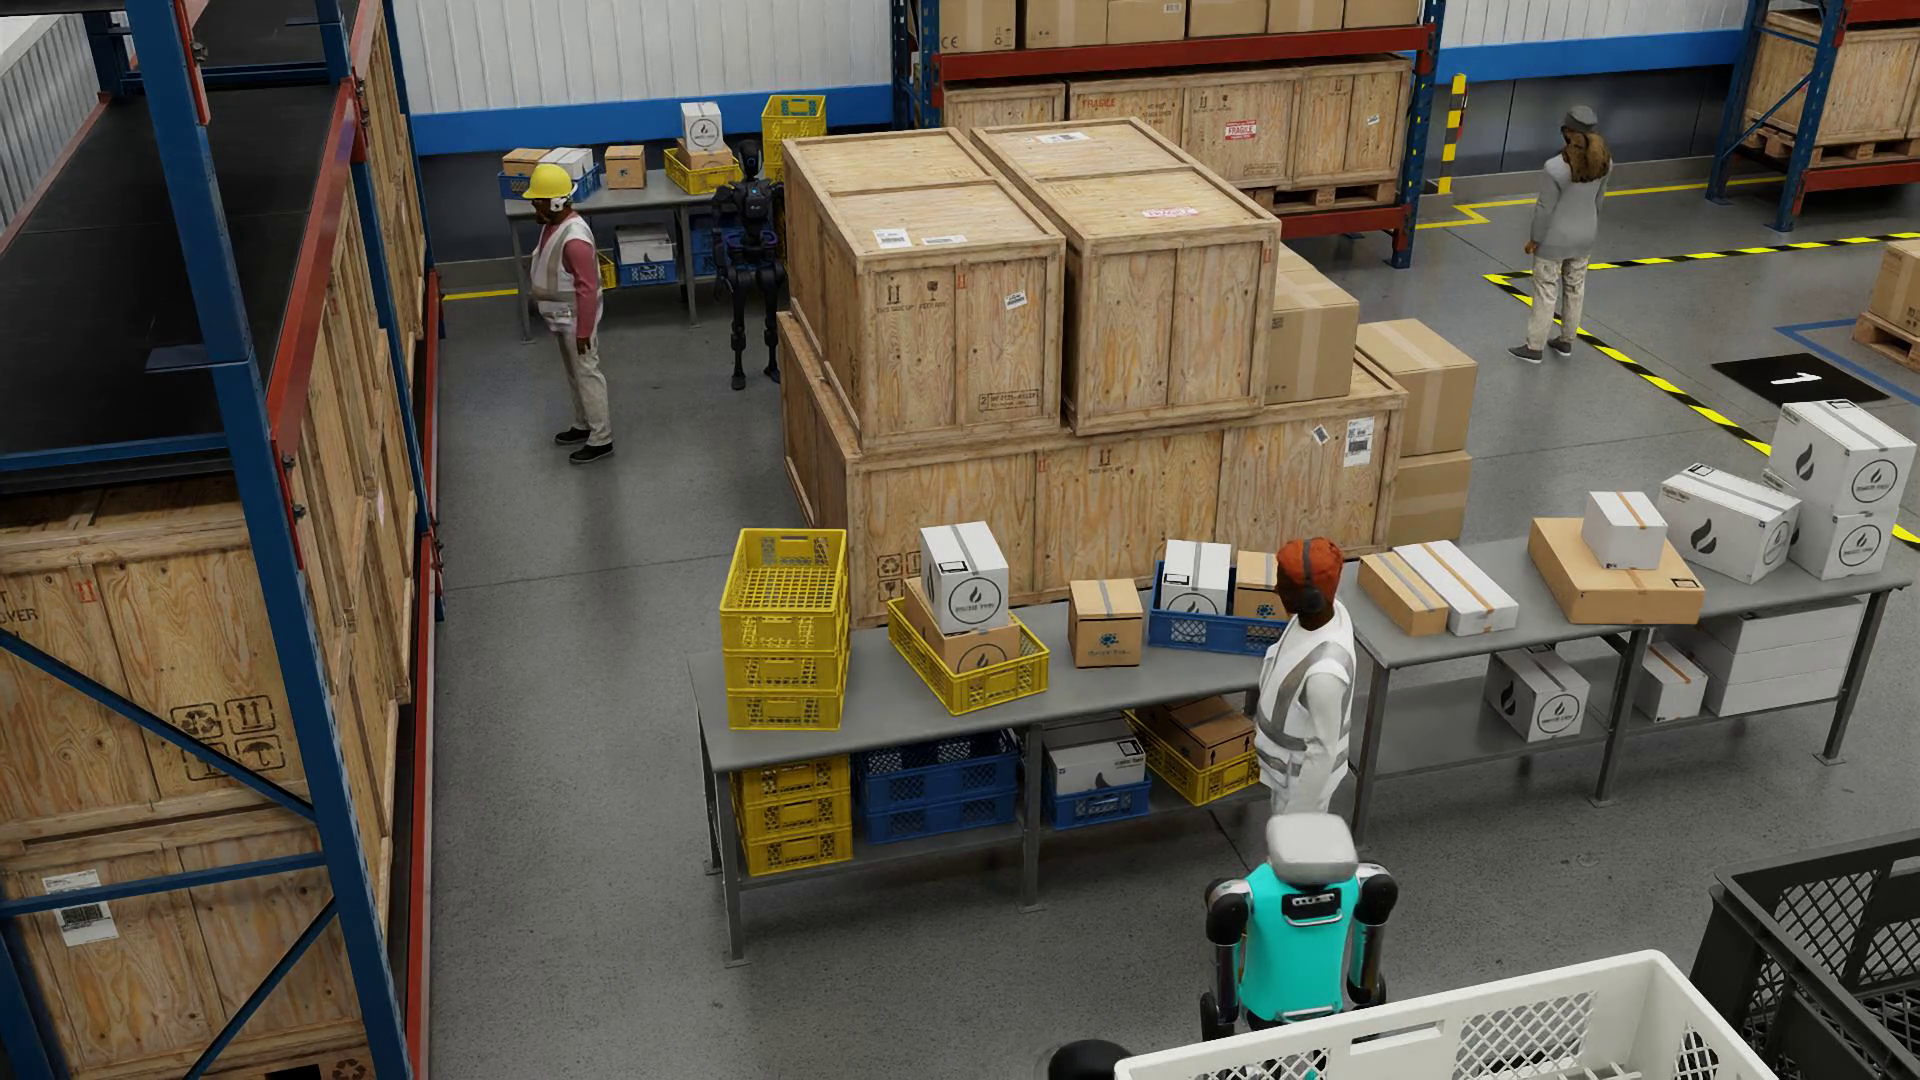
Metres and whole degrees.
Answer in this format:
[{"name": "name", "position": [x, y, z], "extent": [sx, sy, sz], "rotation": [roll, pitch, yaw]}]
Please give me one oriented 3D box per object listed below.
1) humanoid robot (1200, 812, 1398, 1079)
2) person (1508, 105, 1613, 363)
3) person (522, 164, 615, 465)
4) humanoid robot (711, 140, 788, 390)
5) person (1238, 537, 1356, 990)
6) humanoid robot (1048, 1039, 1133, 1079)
[{"name": "humanoid robot", "position": [0.968, 1.603, 4.580], "extent": [0.533, 1.694, 0.734], "rotation": [-5, 29, -9]}, {"name": "person", "position": [4.110, -2.065, 11.308], "extent": [0.563, 1.769, 0.396], "rotation": [-12, 31, -21]}, {"name": "person", "position": [-2.333, -1.345, 9.936], "extent": [0.403, 1.830, 0.596], "rotation": [-13, 31, -22]}, {"name": "humanoid robot", "position": [-1.340, -1.808, 10.922], "extent": [0.599, 1.657, 0.315], "rotation": [-10, 30, -17]}, {"name": "person", "position": [1.199, 0.818, 5.954], "extent": [0.355, 1.887, 0.573], "rotation": [3, 29, 6]}, {"name": "humanoid robot", "position": [0.273, 1.900, 4.253], "extent": [0.785, 1.622, 0.599], "rotation": [-2, 29, -4]}]
